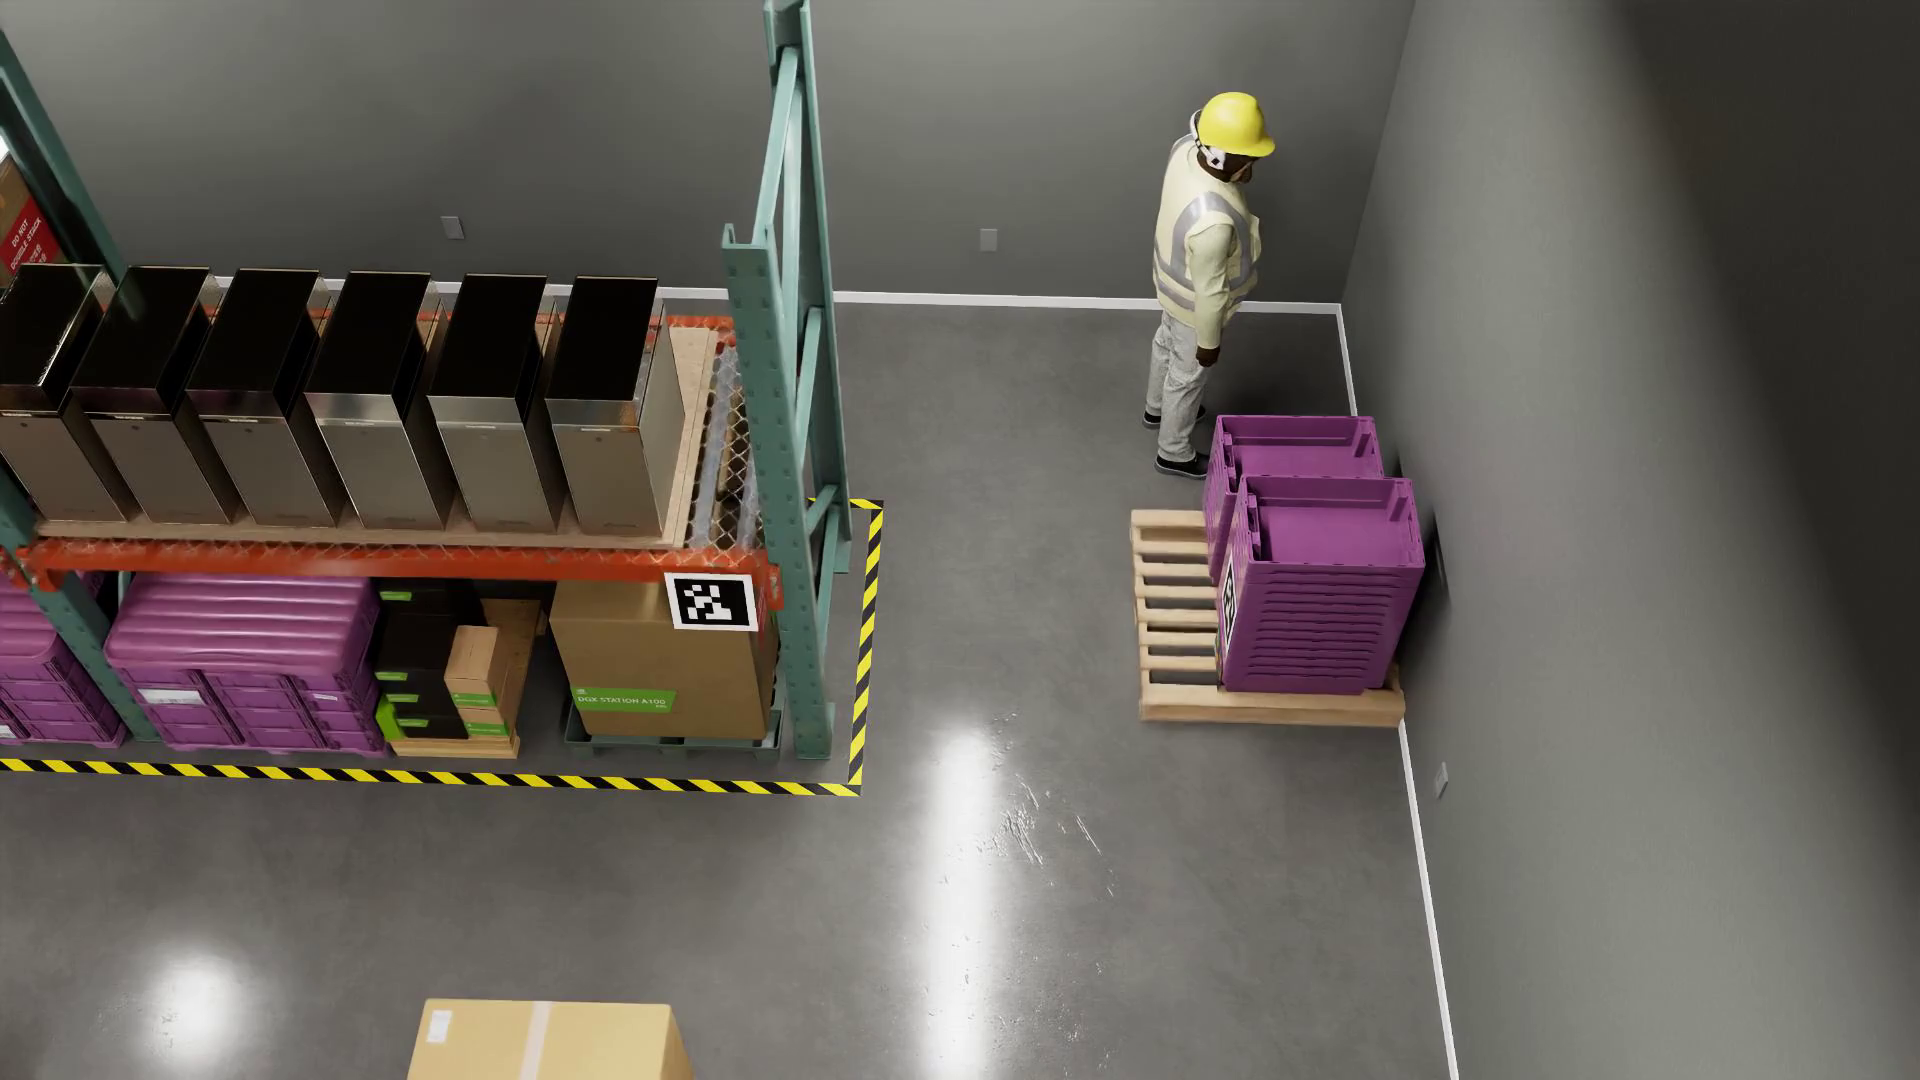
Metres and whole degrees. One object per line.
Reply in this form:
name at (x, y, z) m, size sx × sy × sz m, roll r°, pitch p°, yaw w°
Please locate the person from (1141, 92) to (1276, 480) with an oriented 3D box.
person at (0.953, -0.989, 6.539) m, size 0.404 × 1.828 × 0.602 m, roll -4°, pitch 52°, yaw -3°
